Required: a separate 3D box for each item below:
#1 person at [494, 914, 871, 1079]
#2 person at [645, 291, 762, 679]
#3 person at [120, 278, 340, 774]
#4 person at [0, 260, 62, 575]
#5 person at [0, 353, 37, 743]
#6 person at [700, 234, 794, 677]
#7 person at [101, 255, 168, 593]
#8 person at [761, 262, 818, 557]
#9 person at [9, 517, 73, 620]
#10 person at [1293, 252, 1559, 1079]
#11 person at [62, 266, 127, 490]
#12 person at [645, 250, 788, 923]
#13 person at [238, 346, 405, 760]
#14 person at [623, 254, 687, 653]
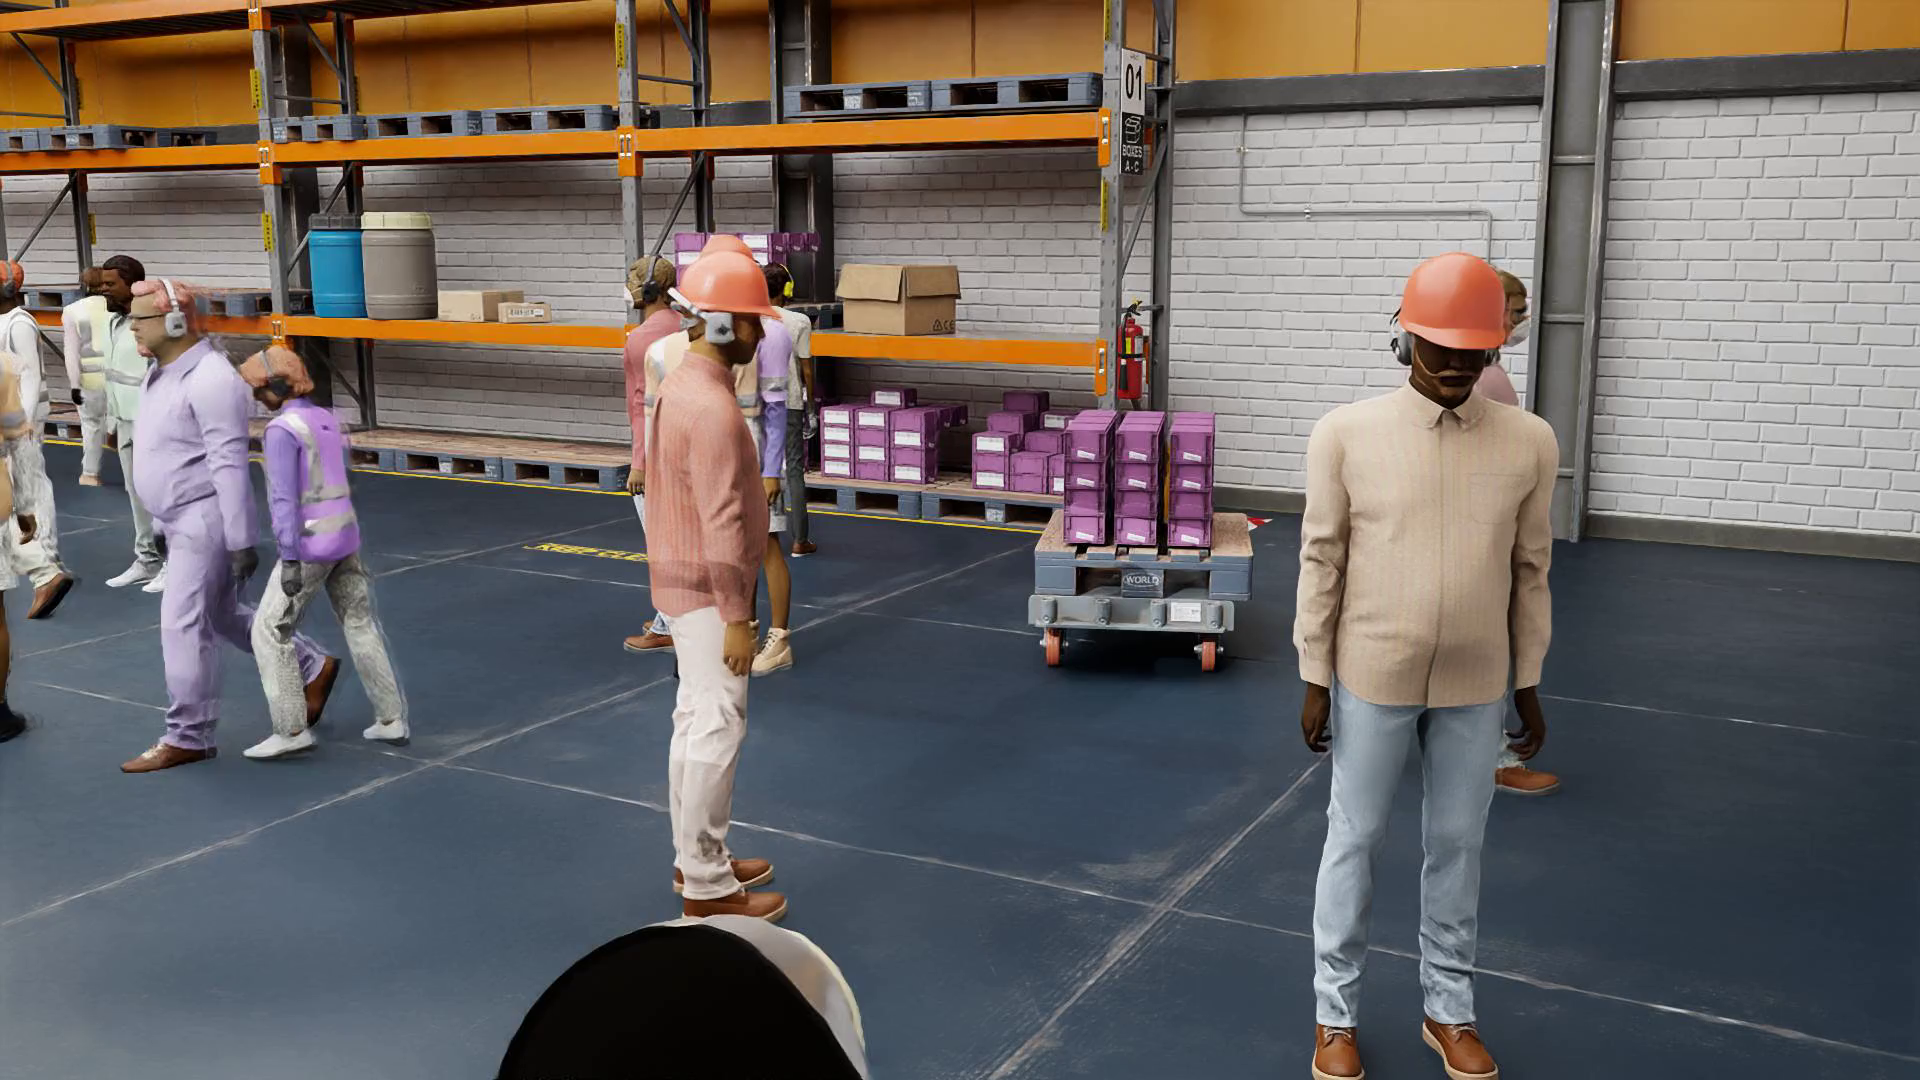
[{"bbox_3d":[-0.190,0.881,0.945,0.367,1.964,0.609,4,11,19],"label":"person"},{"bbox_3d":[-1.149,-0.310,7.606,0.558,1.923,0.414,3,11,18],"label":"person"},{"bbox_3d":[-2.865,-0.076,6.454,0.821,1.877,0.653,-9,13,-39],"label":"person"},{"bbox_3d":[-5.702,-0.738,10.050,0.353,1.884,0.578,-9,14,-41],"label":"person"},{"bbox_3d":[-3.938,-0.098,6.515,0.592,1.900,0.412,-9,13,-40],"label":"person"},{"bbox_3d":[-1.026,-0.379,7.694,0.601,2.036,0.418,10,14,43],"label":"person"},{"bbox_3d":[-4.680,-0.662,9.543,0.589,1.918,0.399,7,12,34],"label":"person"},{"bbox_3d":[-1.154,-0.816,10.536,0.514,1.865,0.329,1,10,5],"label":"person"},{"bbox_3d":[-5.235,-0.473,8.692,0.963,1.864,0.668,1,10,4],"label":"person"},{"bbox_3d":[1.097,0.325,3.937,0.608,1.987,0.388,0,10,-2],"label":"person"},{"bbox_3d":[-6.833,-1.290,13.337,0.971,1.795,0.644,9,14,42],"label":"person"},{"bbox_3d":[-0.710,0.153,4.901,0.413,1.984,0.624,-3,11,-18],"label":"person"},{"bbox_3d":[-2.522,0.057,6.449,0.645,1.604,0.599,1,10,3],"label":"person"},{"bbox_3d":[-1.465,-0.416,8.135,0.372,1.940,0.630,2,10,8],"label":"person"}]
